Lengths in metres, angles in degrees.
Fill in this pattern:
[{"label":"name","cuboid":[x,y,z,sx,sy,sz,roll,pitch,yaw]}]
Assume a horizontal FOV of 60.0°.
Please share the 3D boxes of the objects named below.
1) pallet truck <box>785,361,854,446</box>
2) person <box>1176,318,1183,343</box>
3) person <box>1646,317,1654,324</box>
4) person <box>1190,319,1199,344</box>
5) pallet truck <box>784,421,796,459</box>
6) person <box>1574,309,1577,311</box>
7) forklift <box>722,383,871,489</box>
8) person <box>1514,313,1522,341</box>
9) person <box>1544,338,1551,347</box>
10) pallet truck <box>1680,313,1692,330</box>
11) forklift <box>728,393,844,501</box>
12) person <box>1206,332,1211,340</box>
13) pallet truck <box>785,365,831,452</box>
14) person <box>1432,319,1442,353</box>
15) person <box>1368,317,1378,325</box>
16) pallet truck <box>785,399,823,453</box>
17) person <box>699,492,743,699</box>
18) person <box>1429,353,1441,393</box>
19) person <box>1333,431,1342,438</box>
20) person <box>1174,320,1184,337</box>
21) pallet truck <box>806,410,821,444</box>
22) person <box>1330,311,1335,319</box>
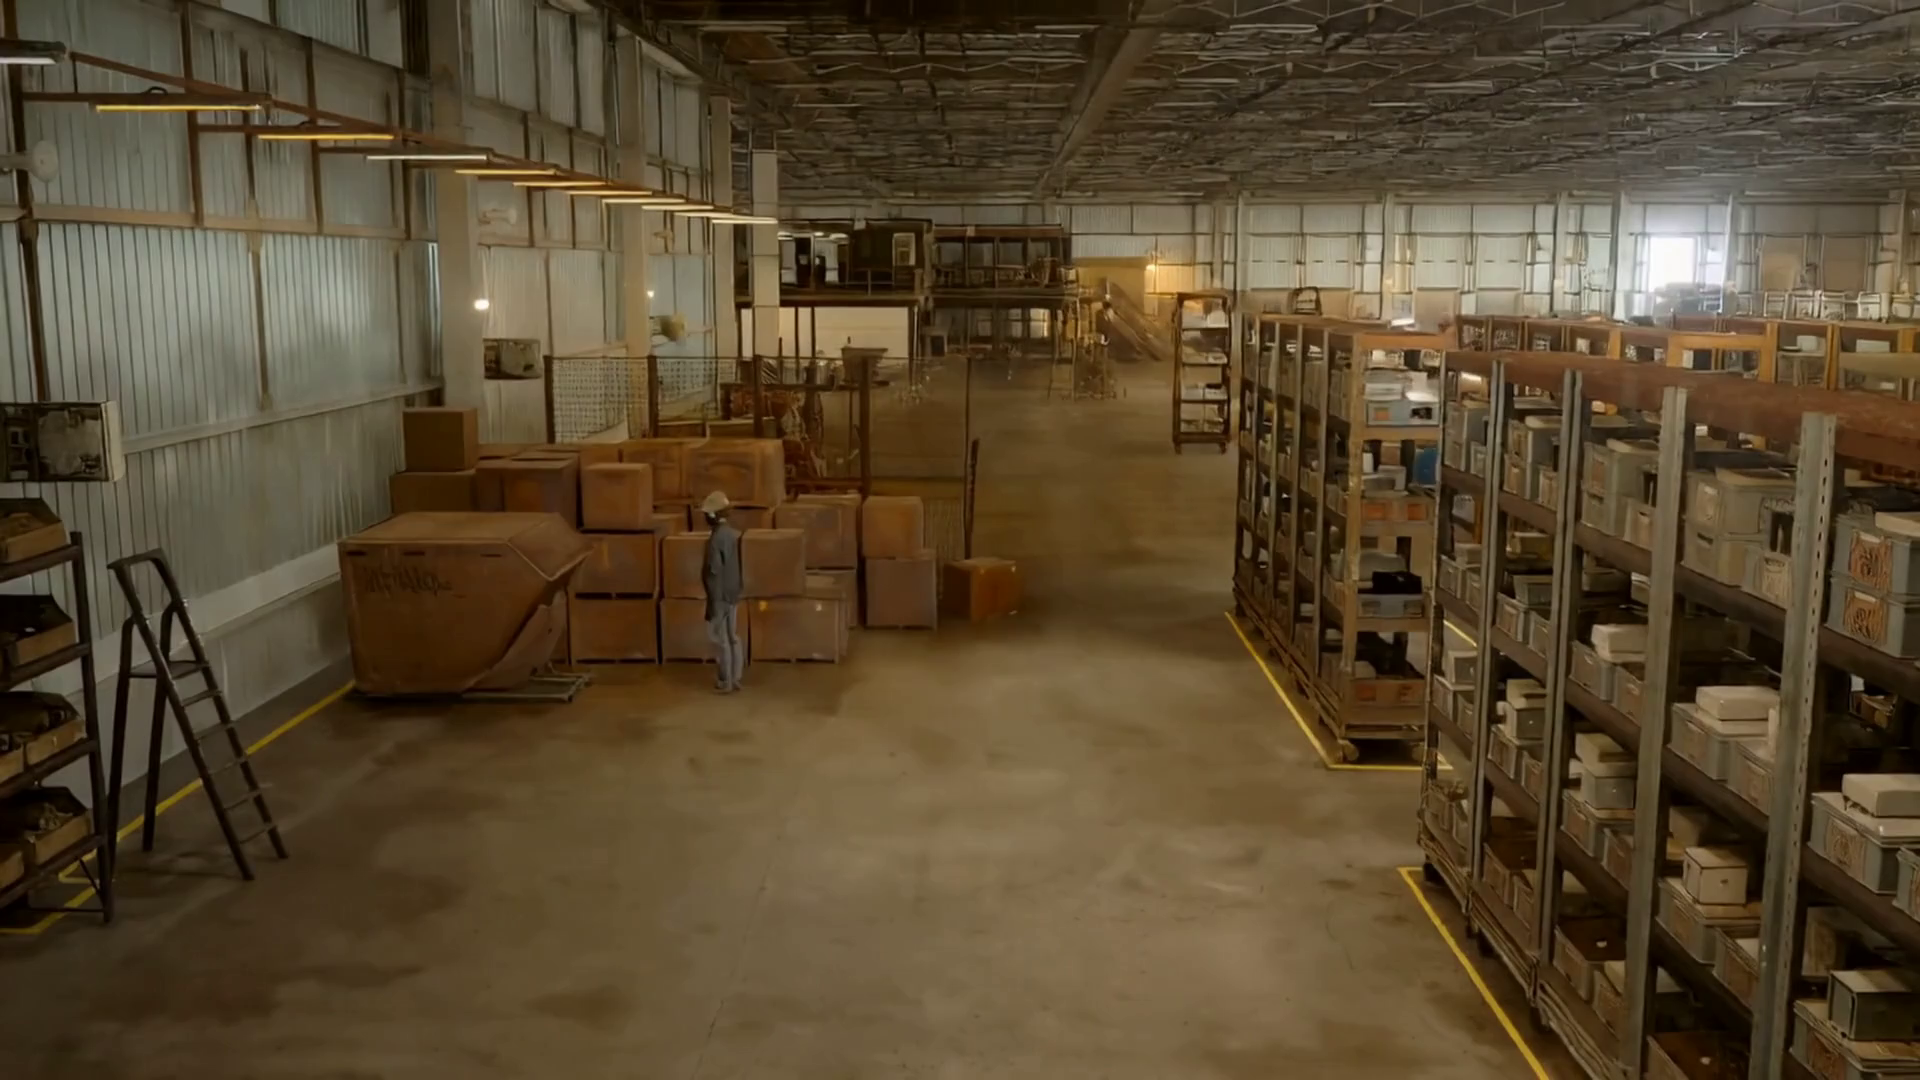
[{"label":"pallet truck","cuboid":[-3.410,-3.193,38.978,1.885,1.965,0.823,0,9,-1]},{"label":"person","cuboid":[10.542,-9.831,80.391,0.506,1.847,0.345,-7,11,-36]},{"label":"person","cuboid":[31.162,-9.119,75.396,0.868,2.000,0.685,6,11,33]},{"label":"person","cuboid":[13.144,-11.895,92.812,0.604,1.947,0.387,5,11,29]},{"label":"pallet truck","cuboid":[-4.013,-1.793,32.705,1.601,1.201,0.680,0,9,1]},{"label":"person","cuboid":[34.275,-11.896,92.841,0.365,1.939,0.542,3,10,15]},{"label":"forklift","cuboid":[-2.893,-1.687,28.729,2.680,1.987,1.157,0,9,-1]},{"label":"person","cuboid":[29.941,-11.238,89.034,0.583,1.868,0.615,7,11,35]},{"label":"person","cuboid":[19.926,-5.935,56.392,0.404,1.834,0.591,9,13,44]},{"label":"pallet truck","cuboid":[36.315,-10.531,84.244,0.823,1.965,1.885,-6,11,-33]},{"label":"forklift","cuboid":[-2.979,-1.316,26.476,2.680,1.987,1.157,0,9,1]},{"label":"person","cuboid":[14.877,-12.646,97.886,0.966,1.814,0.612,2,9,10]},{"label":"pallet truck","cuboid":[-3.774,-2.976,37.635,1.885,1.965,0.823,1,9,5]},{"label":"person","cuboid":[21.671,-9.152,75.981,0.660,1.912,0.565,-3,10,-18]},{"label":"person","cuboid":[19.910,-9.836,80.302,0.574,1.885,0.355,1,9,5]},{"label":"pallet truck","cuboid":[-3.814,-2.432,36.419,1.630,1.274,0.653,0,9,1]},{"label":"person","cuboid":[-2.303,0.533,15.995,0.386,1.996,0.610,3,10,16]},{"label":"person","cuboid":[12.882,-4.122,45.098,1.011,1.886,0.539,0,9,3]},{"label":"person","cuboid":[5.899,-0.982,26.066,0.539,1.750,0.578,-6,11,-33]},{"label":"person","cuboid":[11.364,-10.814,86.265,0.614,1.904,0.543,-1,9,-8]},{"label":"pallet truck","cuboid":[-3.559,-2.018,33.905,1.522,1.261,0.704,0,9,-1]},{"label":"person","cuboid":[20.472,-11.712,91.823,0.543,1.904,0.602,9,13,44]}]
